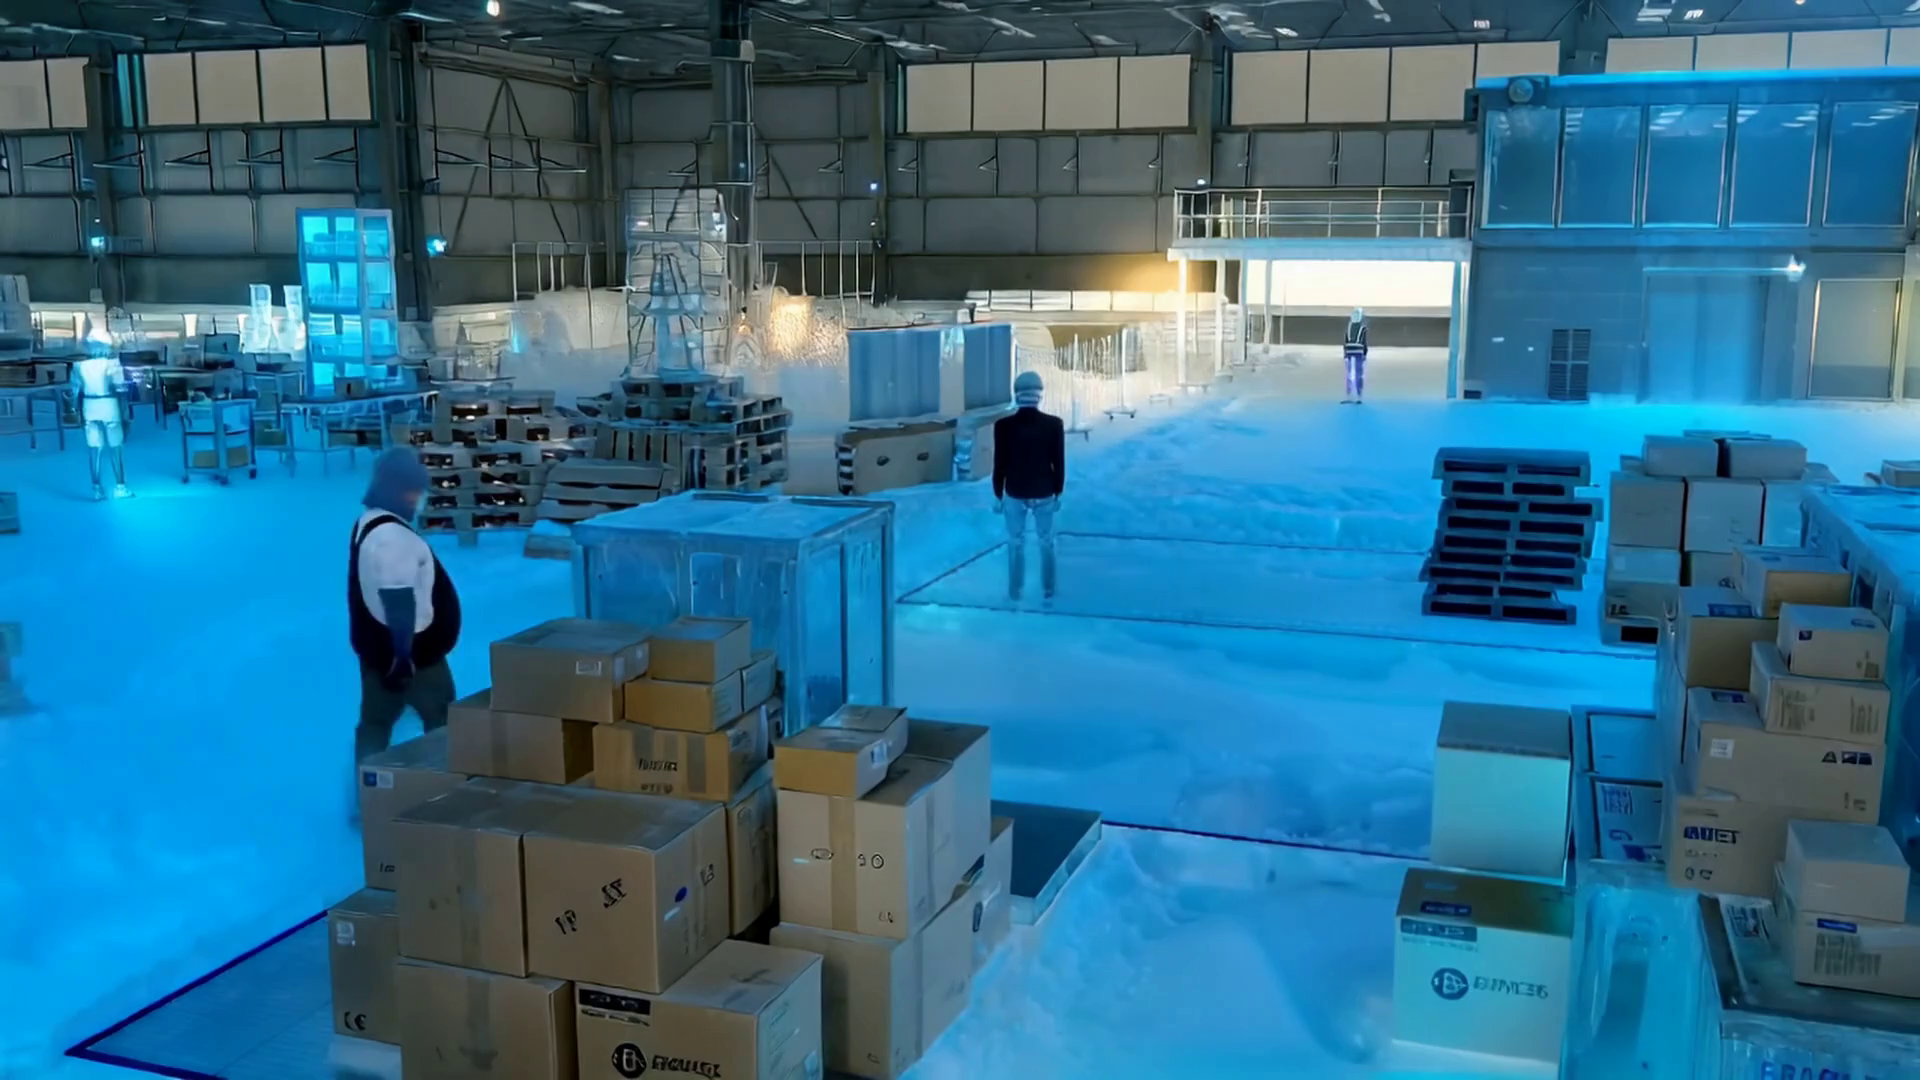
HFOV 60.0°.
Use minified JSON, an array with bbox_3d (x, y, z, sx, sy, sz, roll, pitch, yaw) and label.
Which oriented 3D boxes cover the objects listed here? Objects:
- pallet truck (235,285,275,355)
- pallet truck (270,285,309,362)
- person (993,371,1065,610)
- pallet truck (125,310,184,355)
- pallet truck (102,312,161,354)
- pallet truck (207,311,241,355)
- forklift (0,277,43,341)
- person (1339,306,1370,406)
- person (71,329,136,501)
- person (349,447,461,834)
[{"bbox_3d":[-18.327,-5.835,44.421,0.823,1.965,1.885,4,11,23],"label":"pallet truck"},{"bbox_3d":[-17.147,-5.700,43.663,0.823,1.965,1.885,3,11,17],"label":"pallet truck"},{"bbox_3d":[0.572,-0.405,13.845,0.609,1.996,0.383,-2,10,-9],"label":"person"},{"bbox_3d":[-22.038,-5.665,45.457,0.704,1.261,1.522,3,11,17],"label":"pallet truck"},{"bbox_3d":[-23.057,-5.777,46.261,0.680,1.201,1.601,3,11,19],"label":"pallet truck"},{"bbox_3d":[-19.537,-5.575,44.913,0.653,1.274,1.630,3,11,19],"label":"pallet truck"},{"bbox_3d":[-27.151,-6.329,46.328,1.157,1.987,2.680,3,11,17],"label":"forklift"},{"bbox_3d":[7.472,-3.480,31.481,0.354,1.883,0.576,-7,12,-35],"label":"person"},{"bbox_3d":[-10.170,-1.474,19.744,0.609,2.040,0.394,0,10,-2],"label":"person"},{"bbox_3d":[-2.751,0.500,8.626,0.901,2.000,0.703,-7,12,-34],"label":"person"}]
